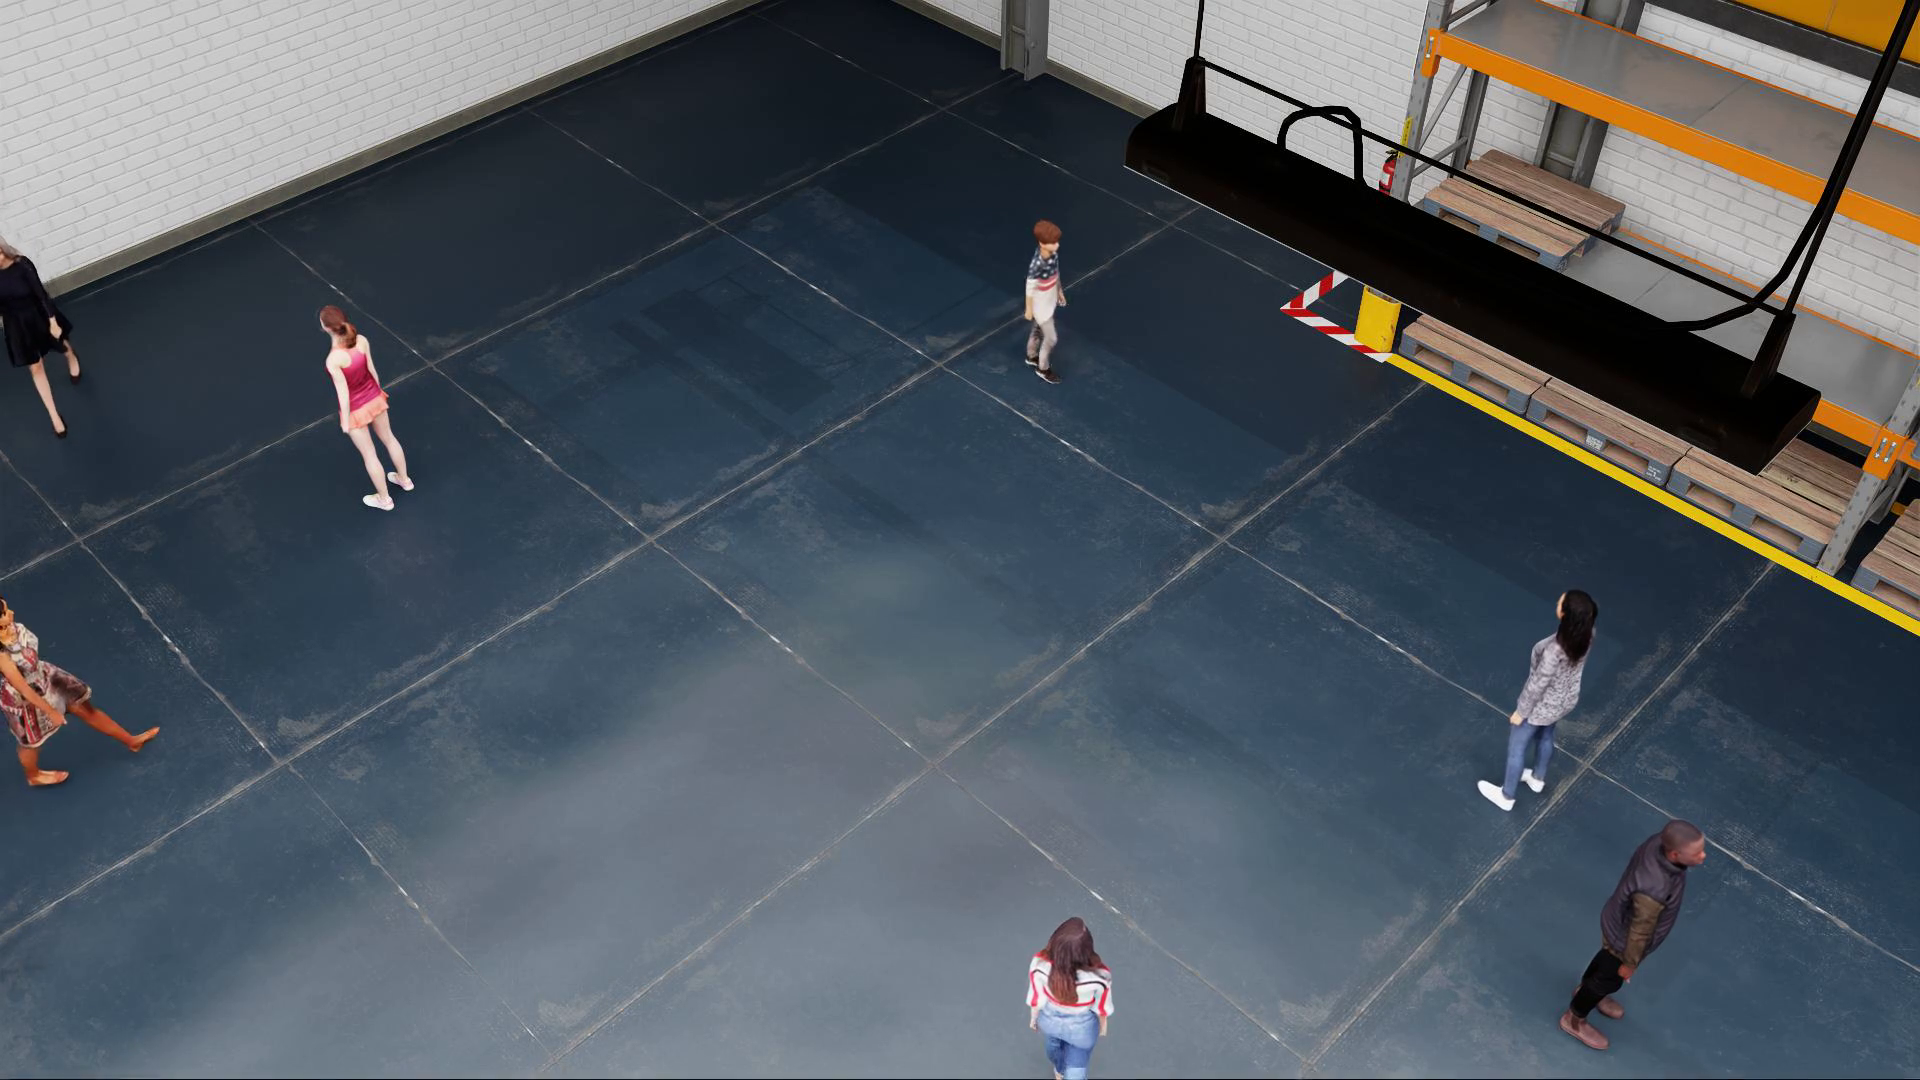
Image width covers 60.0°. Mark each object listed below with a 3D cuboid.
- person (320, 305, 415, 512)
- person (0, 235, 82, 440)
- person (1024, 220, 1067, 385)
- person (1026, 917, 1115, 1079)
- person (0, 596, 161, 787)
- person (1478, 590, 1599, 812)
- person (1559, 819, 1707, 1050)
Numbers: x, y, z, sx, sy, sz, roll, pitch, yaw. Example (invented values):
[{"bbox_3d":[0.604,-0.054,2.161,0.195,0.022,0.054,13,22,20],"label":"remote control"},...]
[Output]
[{"bbox_3d":[-4.343,-0.976,12.080,0.648,1.754,0.637,19,47,19],"label":"person"},{"bbox_3d":[-7.179,-1.713,12.900,1.021,1.690,1.280,-7,44,-8],"label":"person"},{"bbox_3d":[0.611,-1.955,13.344,0.698,1.428,0.618,18,47,18],"label":"person"},{"bbox_3d":[0.529,2.523,8.524,1.003,1.593,0.957,10,45,11],"label":"person"},{"bbox_3d":[-5.754,0.962,10.152,1.037,1.607,1.122,-12,45,-13],"label":"person"},{"bbox_3d":[3.556,0.971,10.056,0.654,1.726,0.576,-27,50,-26],"label":"person"},{"bbox_3d":[3.570,2.057,8.836,0.671,1.837,0.739,21,48,21],"label":"person"}]
